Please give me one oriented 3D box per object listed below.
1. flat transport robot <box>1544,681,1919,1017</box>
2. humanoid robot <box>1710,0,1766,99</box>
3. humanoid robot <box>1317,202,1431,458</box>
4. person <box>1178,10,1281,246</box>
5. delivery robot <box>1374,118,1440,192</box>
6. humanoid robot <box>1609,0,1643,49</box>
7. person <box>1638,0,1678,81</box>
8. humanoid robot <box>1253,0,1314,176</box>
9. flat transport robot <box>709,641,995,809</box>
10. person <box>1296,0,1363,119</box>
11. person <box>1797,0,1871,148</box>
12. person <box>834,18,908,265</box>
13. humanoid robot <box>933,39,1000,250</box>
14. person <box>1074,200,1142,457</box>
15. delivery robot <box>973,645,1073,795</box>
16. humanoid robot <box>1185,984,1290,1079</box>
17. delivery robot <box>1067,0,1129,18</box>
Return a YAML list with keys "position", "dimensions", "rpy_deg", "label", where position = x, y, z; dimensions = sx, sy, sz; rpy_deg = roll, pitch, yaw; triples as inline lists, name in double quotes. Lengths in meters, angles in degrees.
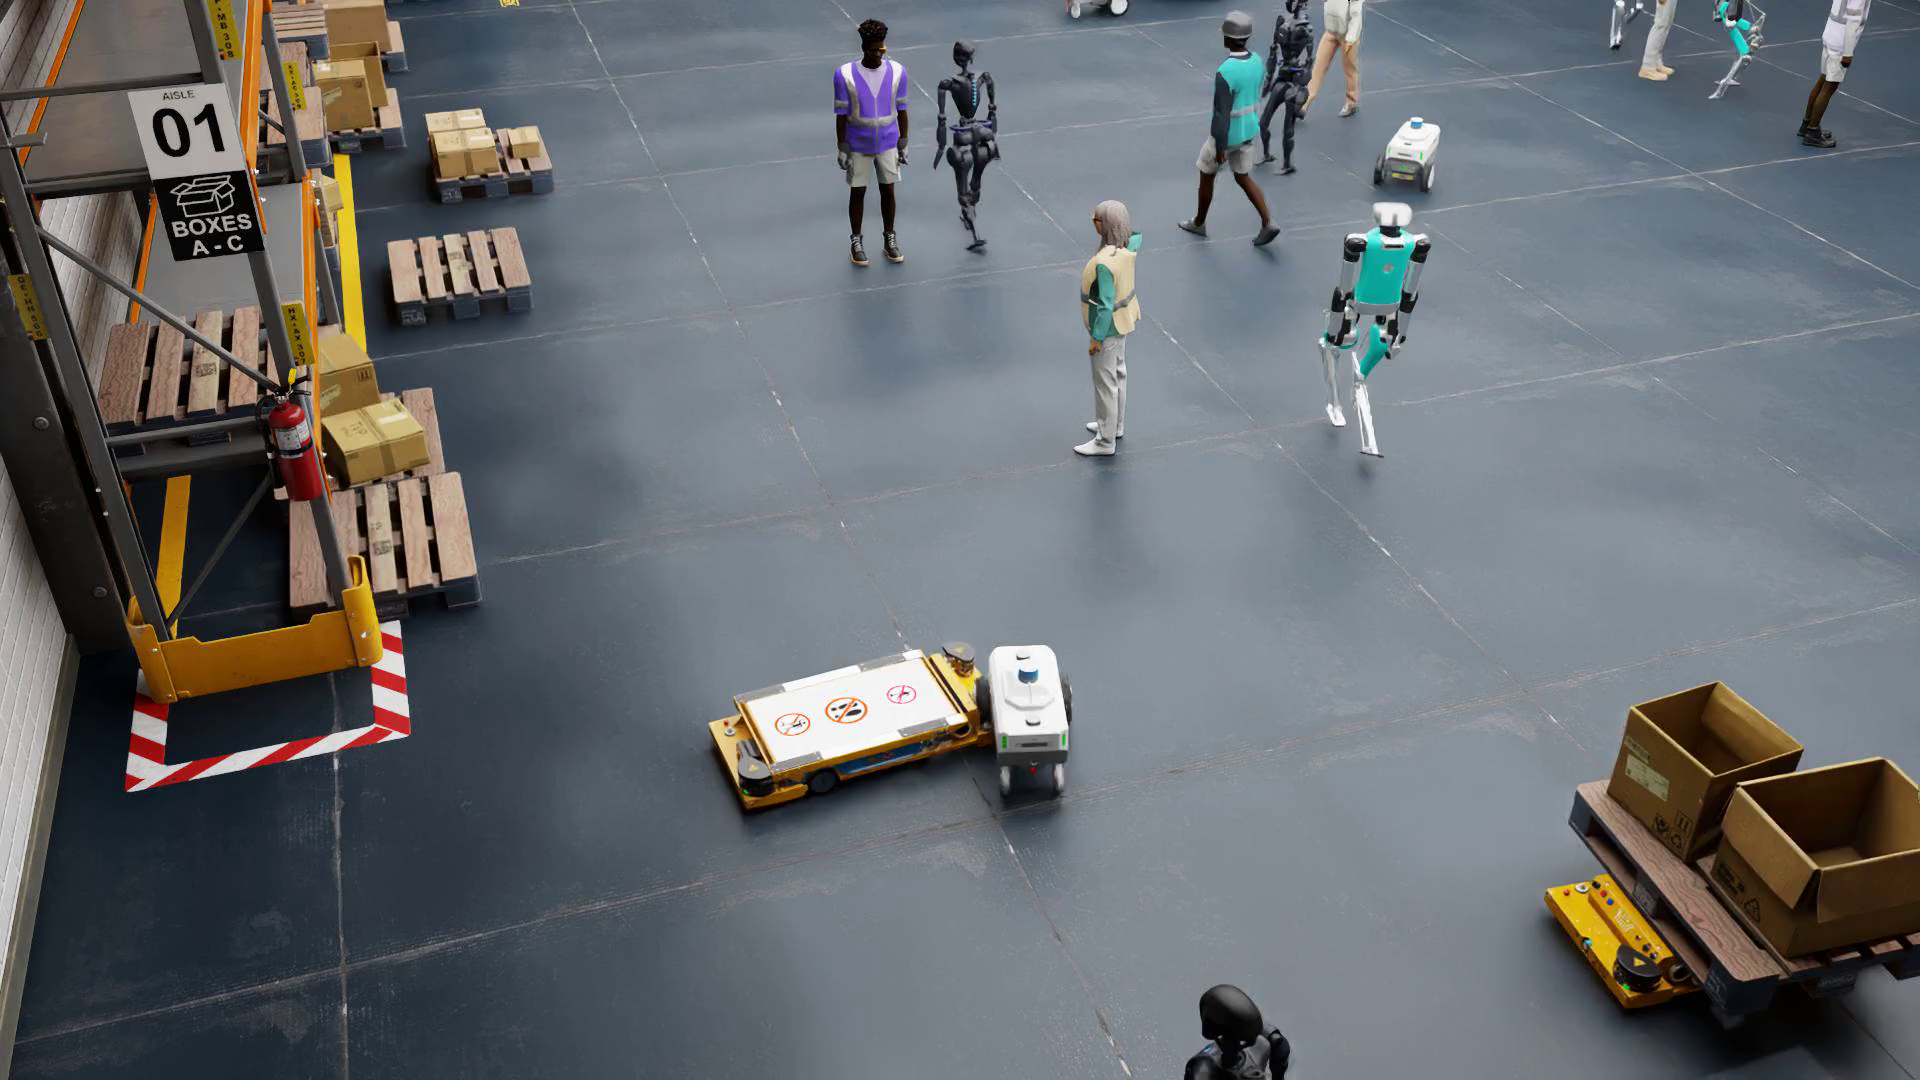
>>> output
- position: [3.404, 1.644, 7.338]
  dimensions: [1.431, 0.231, 0.659]
  rpy_deg: [-8, 34, -12]
  label: "flat transport robot"
- position: [7.841, -5.294, 16.672]
  dimensions: [0.832, 1.797, 0.543]
  rpy_deg: [2, 33, 4]
  label: "humanoid robot"
- position: [2.577, -1.386, 10.638]
  dimensions: [0.558, 1.737, 1.013]
  rpy_deg: [-2, 33, -4]
  label: "humanoid robot"
- position: [2.232, -3.299, 13.423]
  dimensions: [0.554, 1.909, 0.893]
  rpy_deg: [-25, 41, -33]
  label: "person"
- position: [4.050, -3.471, 14.932]
  dimensions: [0.499, 0.608, 0.786]
  rpy_deg: [15, 36, 21]
  label: "delivery robot"
- position: [7.324, -6.231, 18.169]
  dimensions: [0.538, 1.899, 0.753]
  rpy_deg: [7, 34, 11]
  label: "humanoid robot"
- position: [7.368, -5.720, 17.176]
  dimensions: [0.394, 1.860, 0.485]
  rpy_deg: [22, 39, 30]
  label: "person"
- position: [2.909, -4.061, 14.793]
  dimensions: [0.375, 1.658, 0.590]
  rpy_deg: [-16, 36, -23]
  label: "humanoid robot"
- position: [-0.497, 0.924, 8.442]
  dimensions: [1.431, 0.231, 0.659]
  rpy_deg: [-13, 35, -19]
  label: "flat transport robot"
- position: [3.617, -4.837, 16.027]
  dimensions: [0.870, 1.631, 0.490]
  rpy_deg: [-22, 39, -30]
  label: "person"
- position: [8.213, -4.625, 15.432]
  dimensions: [0.384, 1.930, 0.542]
  rpy_deg: [8, 34, 12]
  label: "person"
- position: [-0.685, -3.132, 13.120]
  dimensions: [0.602, 1.958, 0.375]
  rpy_deg: [-9, 34, -14]
  label: "person"
- position: [0.094, -3.218, 13.554]
  dimensions: [0.591, 1.659, 0.718]
  rpy_deg: [-18, 37, -25]
  label: "humanoid robot"
- position: [0.955, -1.337, 10.589]
  dimensions: [0.362, 1.708, 0.476]
  rpy_deg: [11, 35, 16]
  label: "person"
- position: [0.333, 0.854, 8.295]
  dimensions: [0.499, 0.603, 0.803]
  rpy_deg: [-2, 33, -3]
  label: "delivery robot"
- position: [0.844, 2.063, 5.409]
  dimensions: [0.589, 1.639, 0.591]
  rpy_deg: [-26, 41, -33]
  label: "humanoid robot"
- position: [1.572, -6.425, 19.441]
  dimensions: [0.752, 0.583, 0.521]
  rpy_deg: [-10, 34, -15]
  label: "delivery robot"
